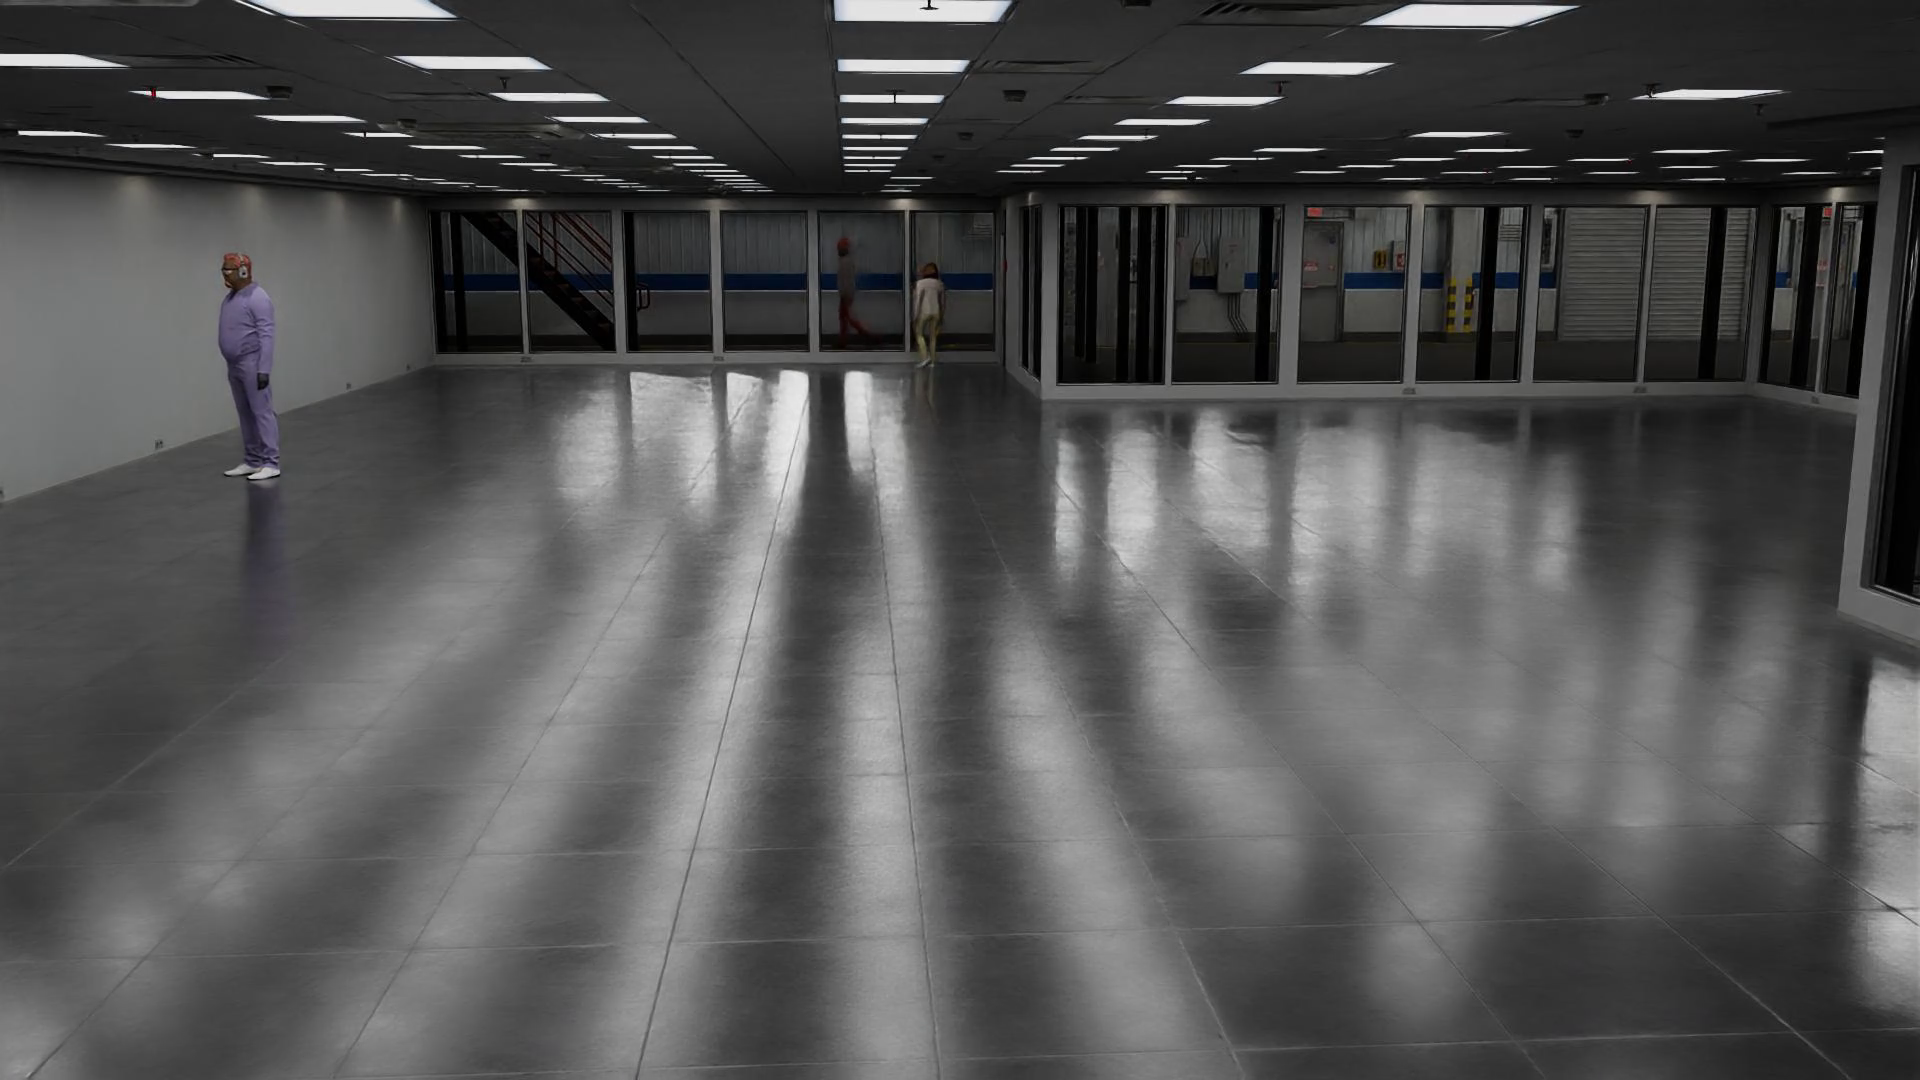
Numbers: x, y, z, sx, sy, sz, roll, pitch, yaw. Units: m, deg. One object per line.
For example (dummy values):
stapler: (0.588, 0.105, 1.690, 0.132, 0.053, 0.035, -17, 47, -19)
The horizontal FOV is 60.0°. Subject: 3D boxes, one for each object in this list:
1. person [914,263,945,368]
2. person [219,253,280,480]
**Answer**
person: (-0.456, -3.405, 25.319, 0.561, 1.615, 0.550, -6, 12, -28)
person: (-6.039, -1.462, 14.068, 0.642, 1.909, 0.399, 9, 14, 41)
